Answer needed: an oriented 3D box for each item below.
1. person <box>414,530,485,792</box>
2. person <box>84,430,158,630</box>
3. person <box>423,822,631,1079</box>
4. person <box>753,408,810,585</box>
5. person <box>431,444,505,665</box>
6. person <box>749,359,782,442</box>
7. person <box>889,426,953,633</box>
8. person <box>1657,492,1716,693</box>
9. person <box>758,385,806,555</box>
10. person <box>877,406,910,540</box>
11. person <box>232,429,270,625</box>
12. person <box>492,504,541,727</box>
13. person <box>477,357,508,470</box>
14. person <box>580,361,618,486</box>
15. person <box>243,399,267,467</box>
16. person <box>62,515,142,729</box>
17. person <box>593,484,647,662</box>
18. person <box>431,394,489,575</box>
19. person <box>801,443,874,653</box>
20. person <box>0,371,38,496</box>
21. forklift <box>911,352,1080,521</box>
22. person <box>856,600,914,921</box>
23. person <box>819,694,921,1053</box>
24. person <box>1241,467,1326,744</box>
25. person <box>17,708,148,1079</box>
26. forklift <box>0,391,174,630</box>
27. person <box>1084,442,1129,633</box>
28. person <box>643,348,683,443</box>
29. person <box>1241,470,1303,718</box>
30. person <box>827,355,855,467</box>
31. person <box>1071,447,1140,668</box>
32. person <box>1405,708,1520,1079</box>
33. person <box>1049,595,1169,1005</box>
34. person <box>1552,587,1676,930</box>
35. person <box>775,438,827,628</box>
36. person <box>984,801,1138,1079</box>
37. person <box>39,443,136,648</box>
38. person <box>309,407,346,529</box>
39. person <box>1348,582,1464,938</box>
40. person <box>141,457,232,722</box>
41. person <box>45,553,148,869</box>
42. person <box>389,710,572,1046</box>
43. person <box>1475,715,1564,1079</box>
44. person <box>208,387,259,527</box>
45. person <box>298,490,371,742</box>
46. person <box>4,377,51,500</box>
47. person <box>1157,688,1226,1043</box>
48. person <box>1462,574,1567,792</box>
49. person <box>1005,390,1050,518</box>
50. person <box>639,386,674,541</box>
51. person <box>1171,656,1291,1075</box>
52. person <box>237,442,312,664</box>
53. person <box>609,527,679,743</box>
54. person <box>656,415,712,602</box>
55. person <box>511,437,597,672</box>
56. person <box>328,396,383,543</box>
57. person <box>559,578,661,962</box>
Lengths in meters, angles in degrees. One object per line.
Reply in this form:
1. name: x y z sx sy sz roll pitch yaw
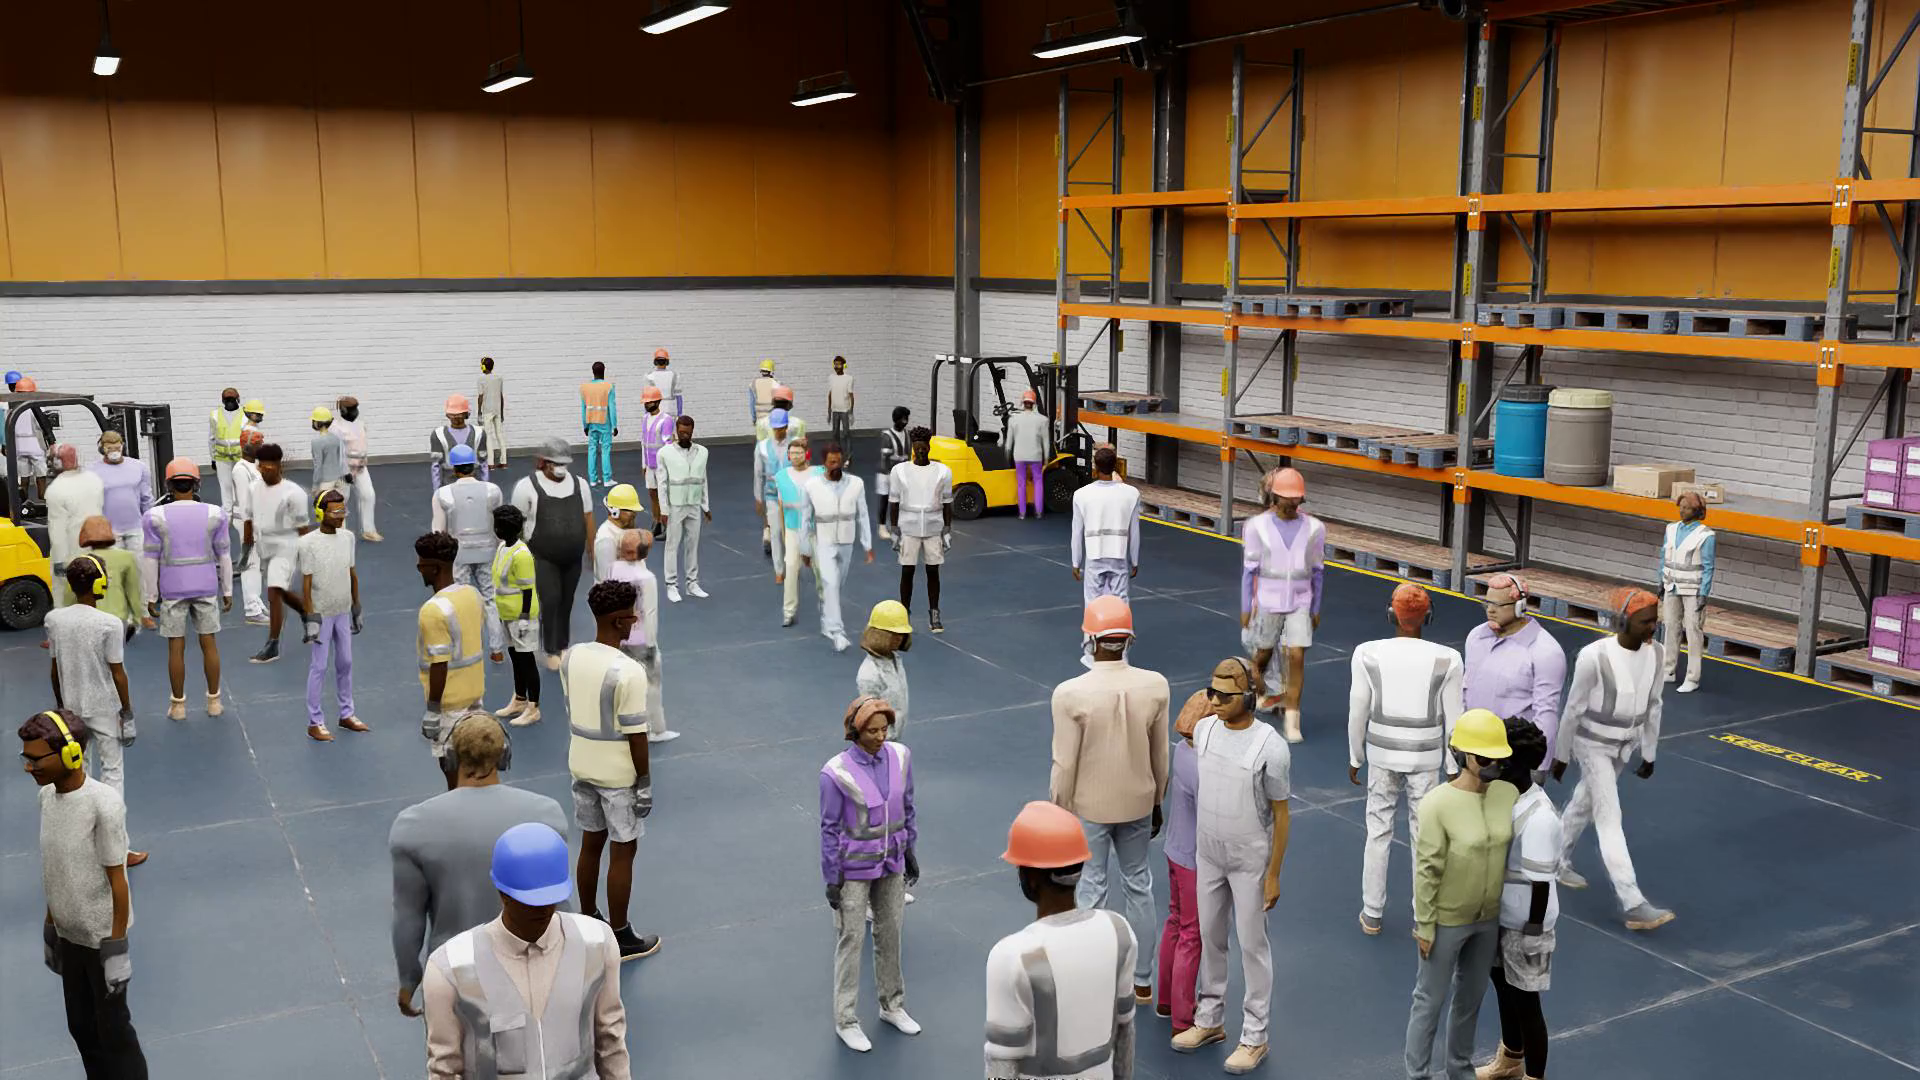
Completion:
1. person: -3.007 0.913 9.827 0.368 1.961 0.613 2 10 9
2. person: -7.902 -0.077 15.648 0.637 1.928 0.387 -8 13 -39
3. person: -1.277 1.768 4.986 0.604 1.939 0.414 -6 11 -30
4. person: -1.890 -0.459 17.849 0.674 1.924 0.472 0 10 0
5. person: -4.253 0.138 14.402 0.623 1.935 0.436 -5 11 -27
6. person: -3.121 -2.024 27.110 0.587 1.834 0.403 2 10 13
7. person: -0.365 -0.096 15.629 0.607 1.966 0.367 -1 10 -5
8. person: 5.921 0.419 13.593 0.307 1.644 0.514 -4 11 -23
9. person: -2.113 -0.827 19.714 0.619 2.016 0.870 3 10 16
10. person: -0.779 -0.827 20.659 0.584 1.663 0.561 8 13 38
11. person: -6.805 -0.126 16.032 0.356 1.887 0.572 -3 10 -14
12. person: -3.365 0.563 12.602 0.322 1.698 0.534 -6 12 -32
13. person: -7.724 -2.080 27.379 0.328 1.861 0.508 8 12 37
14. person: -5.522 -1.772 25.452 0.587 1.911 0.397 3 10 18
15. person: -8.713 -0.860 20.617 0.323 1.763 0.533 -3 10 -19
16. person: -6.535 0.610 12.623 0.779 1.599 0.507 8 13 39
17. person: -2.605 0.468 12.824 0.403 1.817 0.603 1 10 4
18. person: -5.449 -0.581 18.214 0.620 2.040 0.388 -5 11 -27
19. person: -1.115 0.053 15.076 0.598 1.864 1.017 -5 11 -27
20. person: -13.050 -1.382 23.131 0.424 1.938 0.603 7 12 35
21. forklift: 0.460 -1.461 22.833 2.313 2.155 1.214 -5 11 -28
22. person: -0.398 1.175 8.961 0.318 1.740 0.488 3 10 15
23. person: -0.415 1.484 7.502 0.523 1.631 0.313 -9 13 -42
24. person: 2.399 0.440 12.429 0.617 2.015 0.944 0 10 1
25. person: -3.397 1.556 6.455 0.526 1.856 0.343 6 11 31
26. forklift: -9.026 -0.363 16.508 1.214 2.155 2.313 6 11 29
27. person: 1.362 0.013 15.346 0.390 1.846 0.565 -1 10 -3
28. person: -4.745 -2.034 26.573 0.614 2.039 0.390 -3 10 -16
29. person: 2.418 0.420 12.783 0.654 1.920 0.440 -8 13 -40
30. person: -1.979 -2.138 27.676 0.540 1.869 0.317 5 11 28
31. person: 1.251 0.164 14.304 0.589 1.911 0.396 -1 10 -3
32. person: 2.071 1.540 6.783 0.526 1.769 0.330 -5 11 -27
33. person: 0.691 1.243 7.840 0.612 1.994 0.395 -4 11 -21
34. person: 3.549 1.137 9.025 0.590 1.808 1.060 -5 11 -25
35. person: -1.507 -0.111 16.205 0.570 1.807 0.971 2 10 9
36. person: 0.271 1.751 5.131 0.578 1.924 0.409 -8 13 -38
37. person: -7.947 0.064 14.997 0.691 1.915 0.658 3 10 17
38. person: -7.472 -0.688 19.604 0.305 1.772 0.525 2 10 9
39. person: 2.322 1.151 8.689 0.580 1.884 0.352 3 10 17
40. person: -5.908 0.375 12.739 0.613 2.033 0.410 -6 12 -32
41. person: -4.998 1.005 9.604 0.505 1.864 0.331 2 10 10
42. person: -1.745 1.576 6.124 0.639 1.926 0.367 -4 11 -22
43. person: 2.306 1.554 6.936 0.321 1.694 0.533 -1 10 -4
44. person: -9.395 -1.057 21.531 0.625 1.841 0.429 -2 10 -10
45. person: -4.625 0.547 12.260 0.332 1.860 0.494 6 11 31
46. person: -12.210 -1.165 21.866 0.543 1.939 0.360 0 10 1
47. person: 1.083 1.471 7.597 0.289 1.626 0.498 -1 10 -8
48. person: 2.895 1.113 8.885 0.398 1.900 0.636 -6 11 -30
49. person: 0.907 -1.142 22.306 0.595 1.742 0.369 0 10 2
50. person: -3.786 -0.953 20.677 0.544 1.930 0.388 9 13 41
51. person: 1.194 1.409 7.313 0.334 1.845 0.513 -9 14 -43
52. person: -6.022 0.071 14.776 0.603 1.931 0.921 4 11 24
53. person: -2.376 0.712 11.975 0.525 1.617 0.670 8 13 40
54. person: -2.849 -0.335 17.158 0.587 1.914 0.391 -8 13 -39
55. person: -3.404 0.104 14.267 0.705 2.000 0.819 -8 12 -38
56. person: -7.417 -0.848 20.390 0.702 1.819 0.632 4 11 22
57. person: -1.771 1.160 8.441 0.598 1.958 0.370 8 13 39
